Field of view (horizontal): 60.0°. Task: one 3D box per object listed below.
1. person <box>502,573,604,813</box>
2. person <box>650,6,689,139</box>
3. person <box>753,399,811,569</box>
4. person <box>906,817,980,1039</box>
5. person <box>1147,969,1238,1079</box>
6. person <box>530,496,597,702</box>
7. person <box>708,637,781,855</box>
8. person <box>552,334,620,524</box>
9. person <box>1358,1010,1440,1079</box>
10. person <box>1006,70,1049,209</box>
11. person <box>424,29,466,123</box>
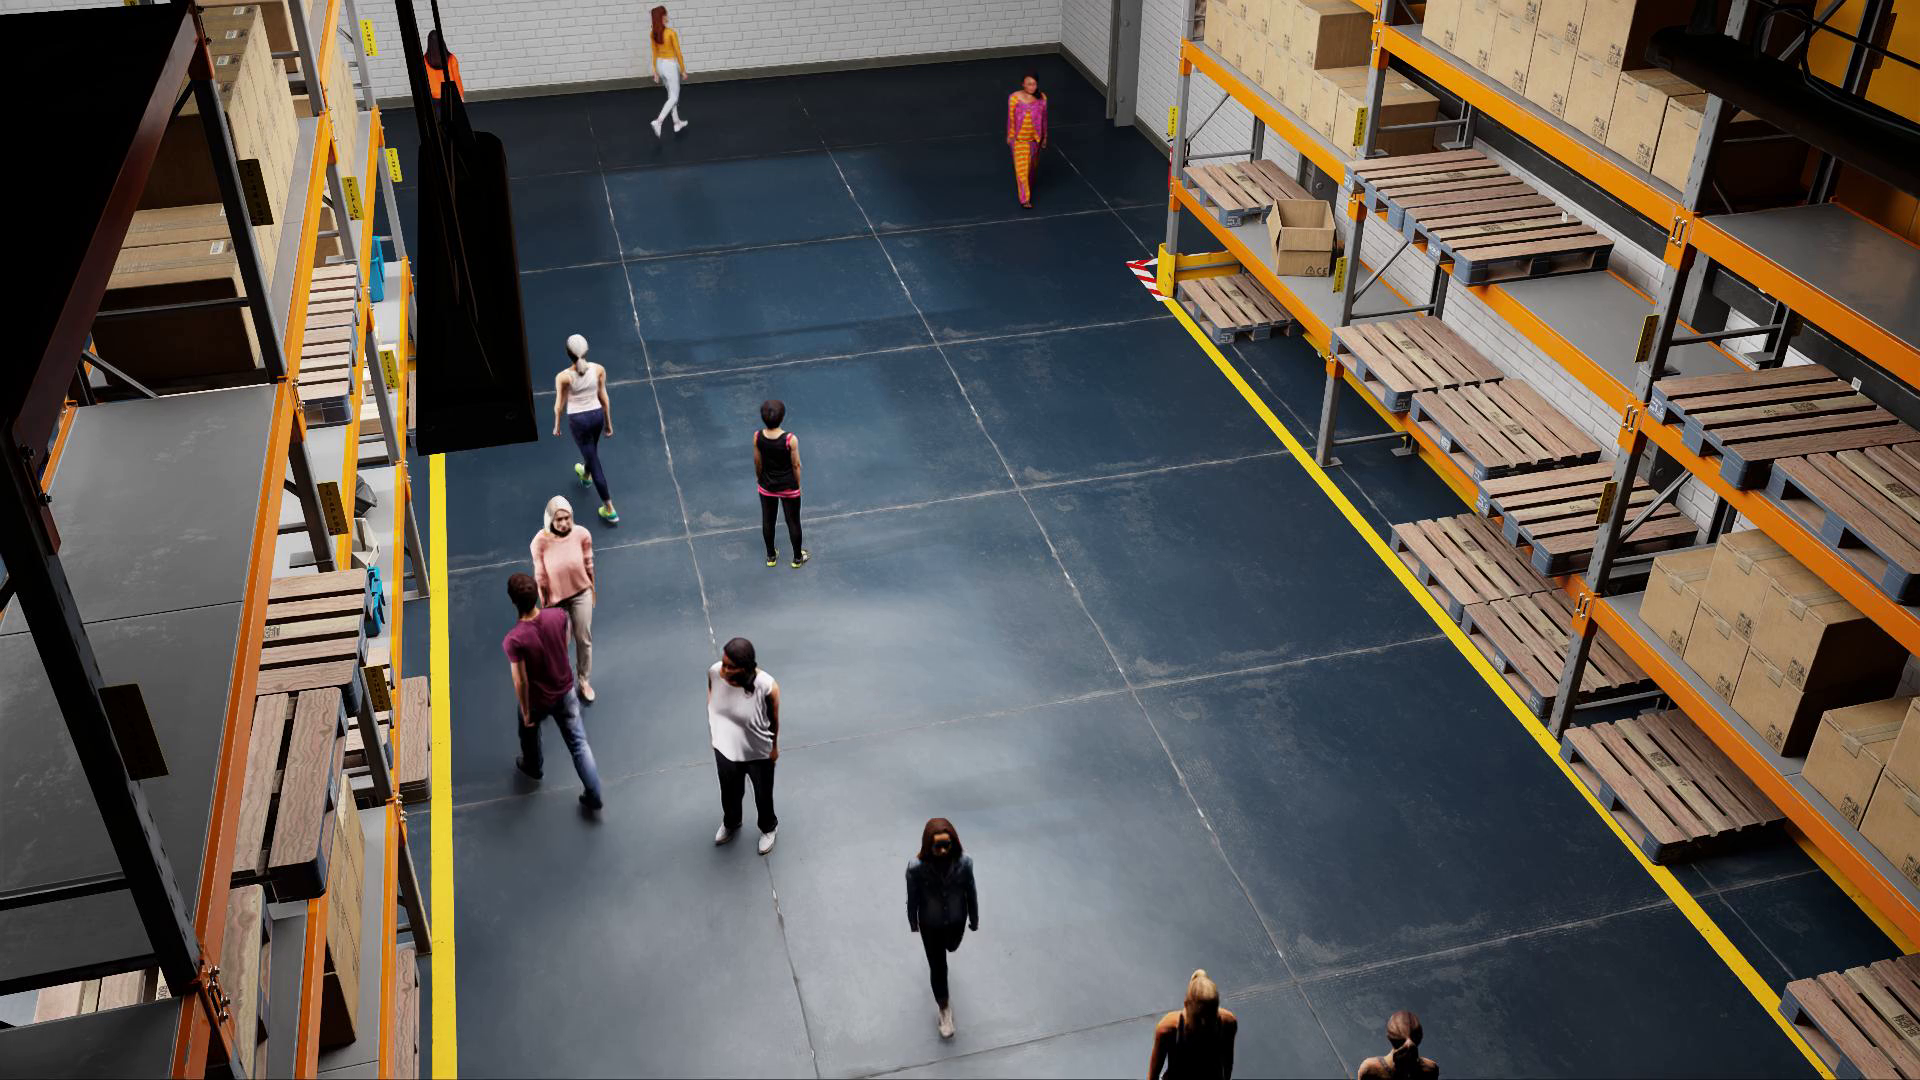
[{"bbox_3d":[-2.716,1.069,11.208,0.953,1.803,1.224,-26,41,-33],"label":"person"},{"bbox_3d":[-3.952,-6.232,22.259,1.024,1.728,1.089,17,37,23],"label":"person"},{"bbox_3d":[-1.501,-0.472,13.754,0.617,1.552,0.634,7,34,10],"label":"person"},{"bbox_3d":[-0.114,2.182,9.850,0.571,1.452,0.927,-8,35,-12],"label":"person"},{"bbox_3d":[1.154,2.818,8.589,0.788,1.790,1.223,-2,34,-4],"label":"person"},{"bbox_3d":[-2.930,0.368,12.348,0.701,1.709,0.931,-14,36,-19],"label":"person"},{"bbox_3d":[-1.418,1.327,10.925,0.763,1.687,0.801,12,35,17],"label":"person"},{"bbox_3d":[-3.180,-0.922,14.337,0.902,1.656,1.233,-22,39,-29],"label":"person"},{"bbox_3d":[2.146,3.066,8.312,0.768,1.683,0.893,6,34,9],"label":"person"},{"bbox_3d":[0.830,-5.004,20.468,0.679,1.667,1.156,-6,34,-9],"label":"person"},{"bbox_3d":[-6.631,-5.718,21.469,0.673,1.748,0.630,0,34,-1],"label":"person"}]
